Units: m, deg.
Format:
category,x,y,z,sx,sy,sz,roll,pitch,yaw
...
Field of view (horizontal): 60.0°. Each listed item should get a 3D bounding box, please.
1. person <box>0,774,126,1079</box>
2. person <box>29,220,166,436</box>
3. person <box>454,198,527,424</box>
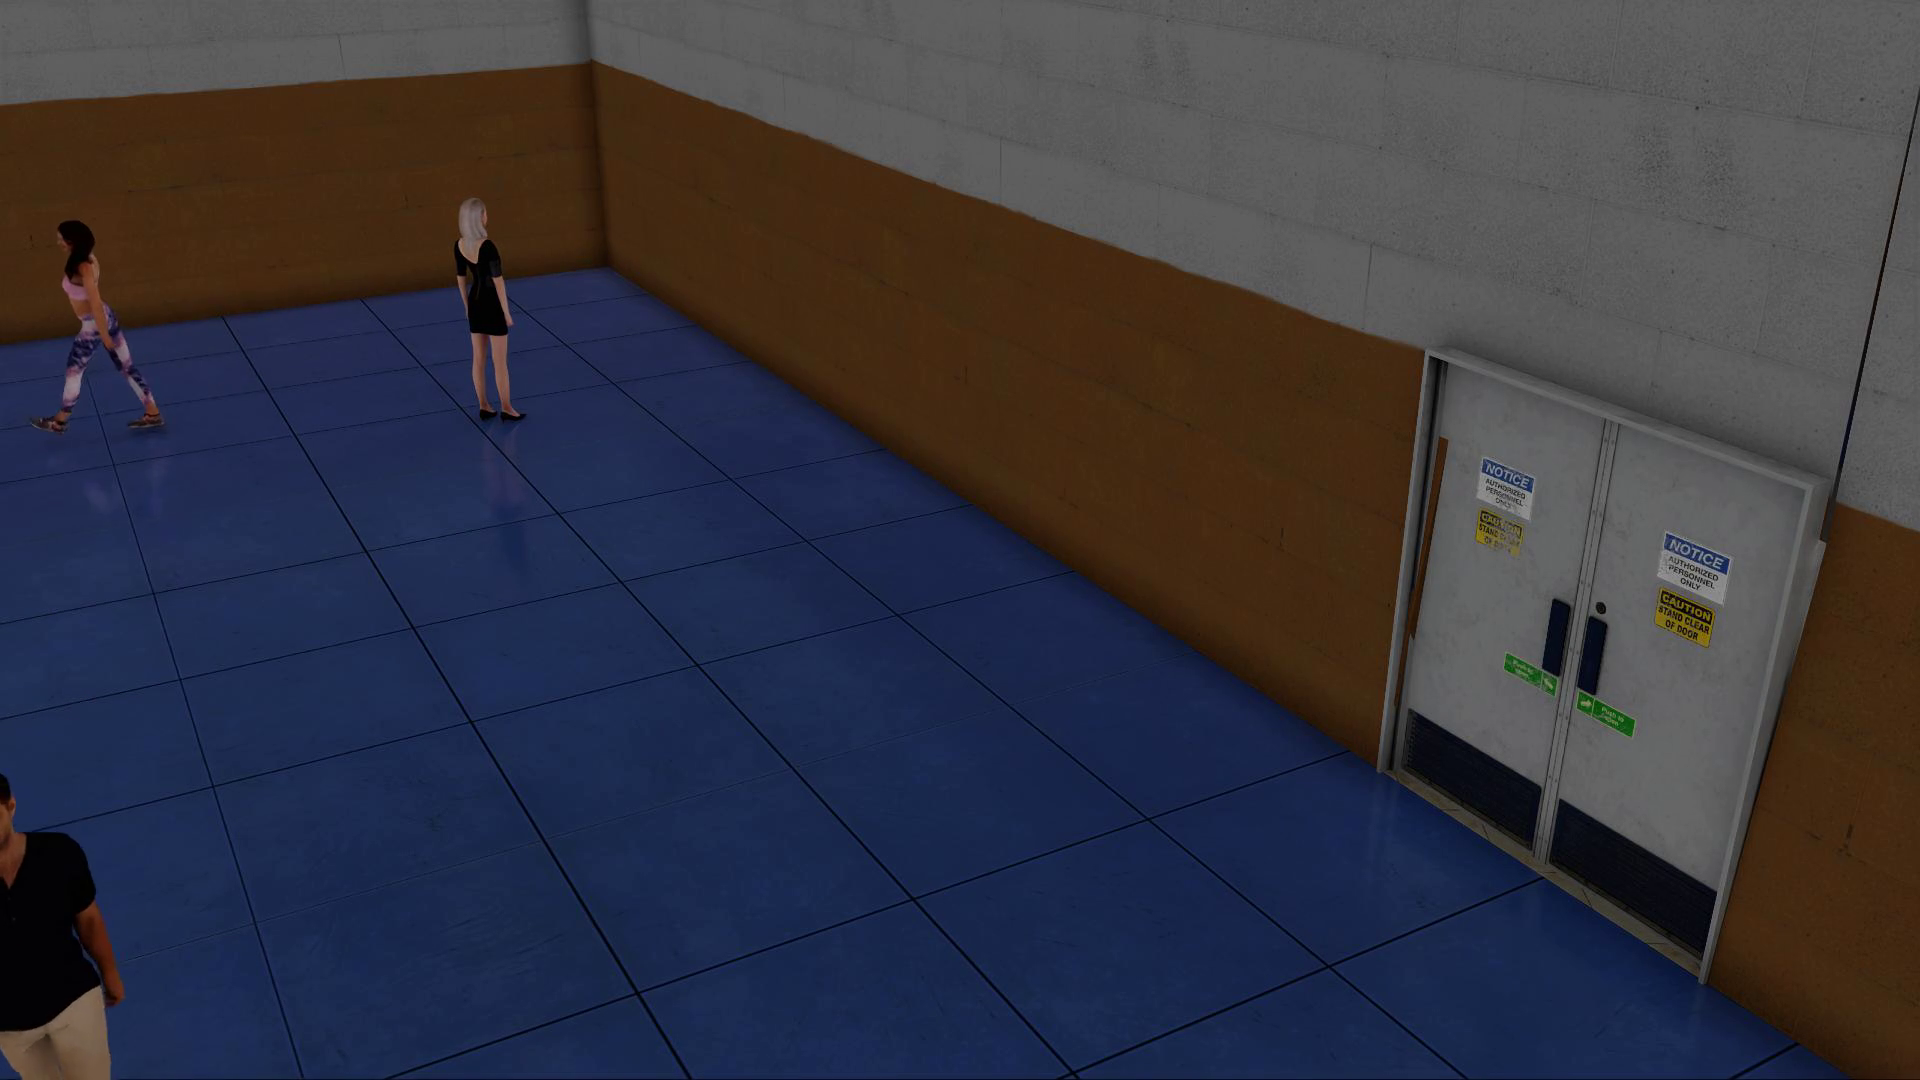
category,x,y,z,sx,sy,sz,roll,pitch,yaw
person,-3.134,1.545,5.663,1.113,1.807,0.739,-12,26,-25
person,-6.669,-1.639,13.084,1.214,1.717,0.775,-8,25,-17
person,-3.821,-1.841,13.401,0.645,1.832,0.673,10,25,21
